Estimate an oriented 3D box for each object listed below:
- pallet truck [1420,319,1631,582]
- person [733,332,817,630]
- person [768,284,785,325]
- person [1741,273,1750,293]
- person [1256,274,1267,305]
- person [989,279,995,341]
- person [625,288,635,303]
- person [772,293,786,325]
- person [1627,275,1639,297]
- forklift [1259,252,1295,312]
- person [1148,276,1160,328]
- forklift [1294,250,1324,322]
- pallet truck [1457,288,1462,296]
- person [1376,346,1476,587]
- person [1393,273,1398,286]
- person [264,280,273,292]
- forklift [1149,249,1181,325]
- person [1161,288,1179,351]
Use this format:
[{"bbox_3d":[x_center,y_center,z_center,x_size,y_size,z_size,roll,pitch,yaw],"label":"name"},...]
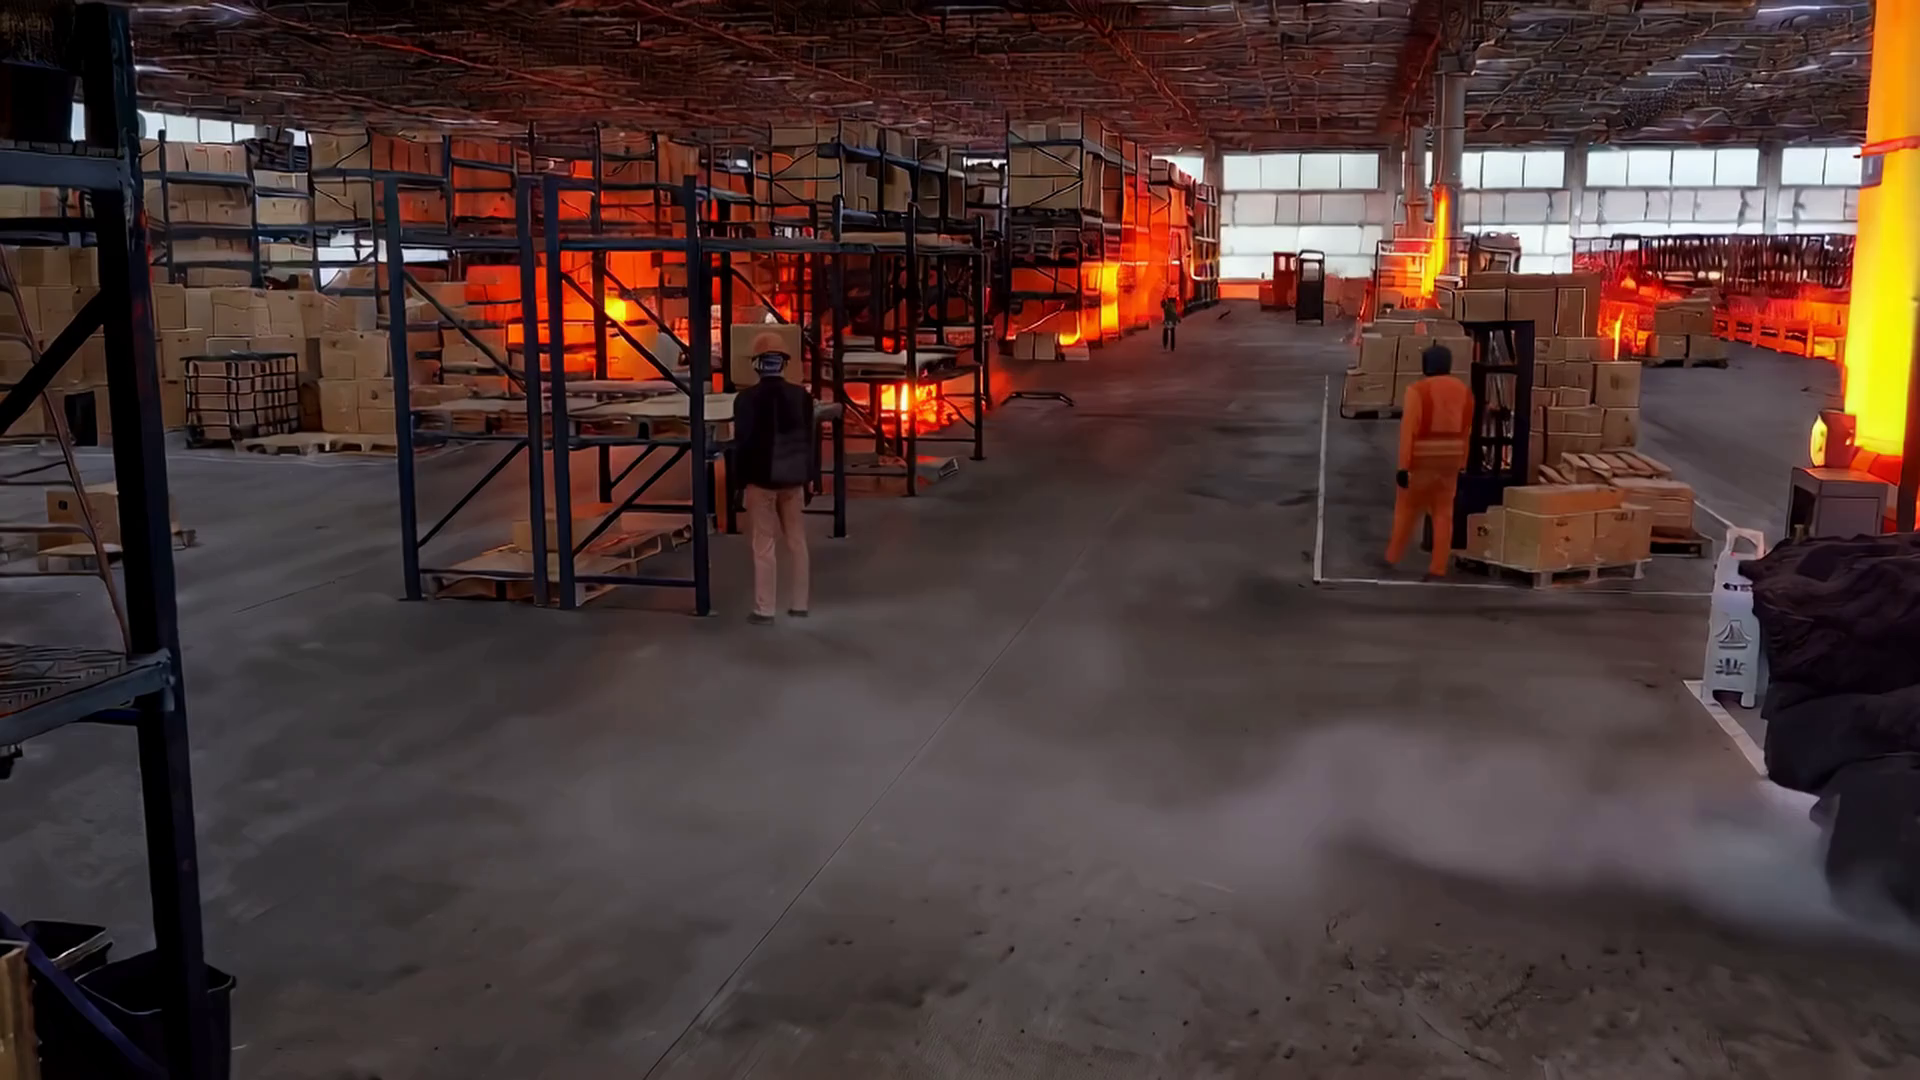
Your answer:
[{"bbox_3d":[4.543,-0.757,13.299,0.823,1.965,1.885,-4,10,-22],"label":"pallet truck"},{"bbox_3d":[-1.257,-0.397,11.183,0.623,1.989,0.401,-7,12,-35],"label":"person"},{"bbox_3d":[-4.569,-5.414,41.303,1.000,1.862,0.643,2,10,12],"label":"person"},{"bbox_3d":[37.842,-11.900,79.857,0.766,1.803,0.598,7,12,36],"label":"person"},{"bbox_3d":[16.232,-13.485,89.546,0.586,1.699,0.925,-7,12,-35],"label":"person"},{"bbox_3d":[0.895,-6.929,50.213,0.375,1.885,0.696,2,10,12],"label":"person"},{"bbox_3d":[-6.516,-4.083,33.262,0.624,1.906,0.605,7,12,37],"label":"person"},{"bbox_3d":[-4.230,-4.917,38.833,0.322,1.692,0.534,1,10,4],"label":"person"},{"bbox_3d":[26.524,-9.471,65.344,1.078,1.864,0.614,5,11,26],"label":"person"},{"bbox_3d":[15.103,-12.151,78.162,1.129,2.768,1.873,-7,12,-35],"label":"forklift"},{"bbox_3d":[7.049,-8.576,59.909,0.613,1.885,0.680,1,10,4],"label":"person"},{"bbox_3d":[13.778,-10.002,65.433,1.129,2.768,1.873,2,10,12],"label":"forklift"},{"bbox_3d":[20.506,-9.785,68.819,0.653,1.274,1.630,2,10,12],"label":"pallet truck"},{"bbox_3d":[3.573,-0.575,12.788,0.638,1.806,0.824,-3,10,-16],"label":"person"},{"bbox_3d":[23.068,-13.270,88.181,0.485,1.735,0.346,-8,12,-38],"label":"person"},{"bbox_3d":[-17.906,-5.767,43.163,0.434,1.928,0.652,3,10,19],"label":"person"},{"bbox_3d":[7.154,-9.252,60.995,1.873,2.768,1.129,2,10,12],"label":"forklift"},{"bbox_3d":[5.701,-5.982,45.122,0.535,1.700,0.318,-4,10,-23],"label":"person"}]
